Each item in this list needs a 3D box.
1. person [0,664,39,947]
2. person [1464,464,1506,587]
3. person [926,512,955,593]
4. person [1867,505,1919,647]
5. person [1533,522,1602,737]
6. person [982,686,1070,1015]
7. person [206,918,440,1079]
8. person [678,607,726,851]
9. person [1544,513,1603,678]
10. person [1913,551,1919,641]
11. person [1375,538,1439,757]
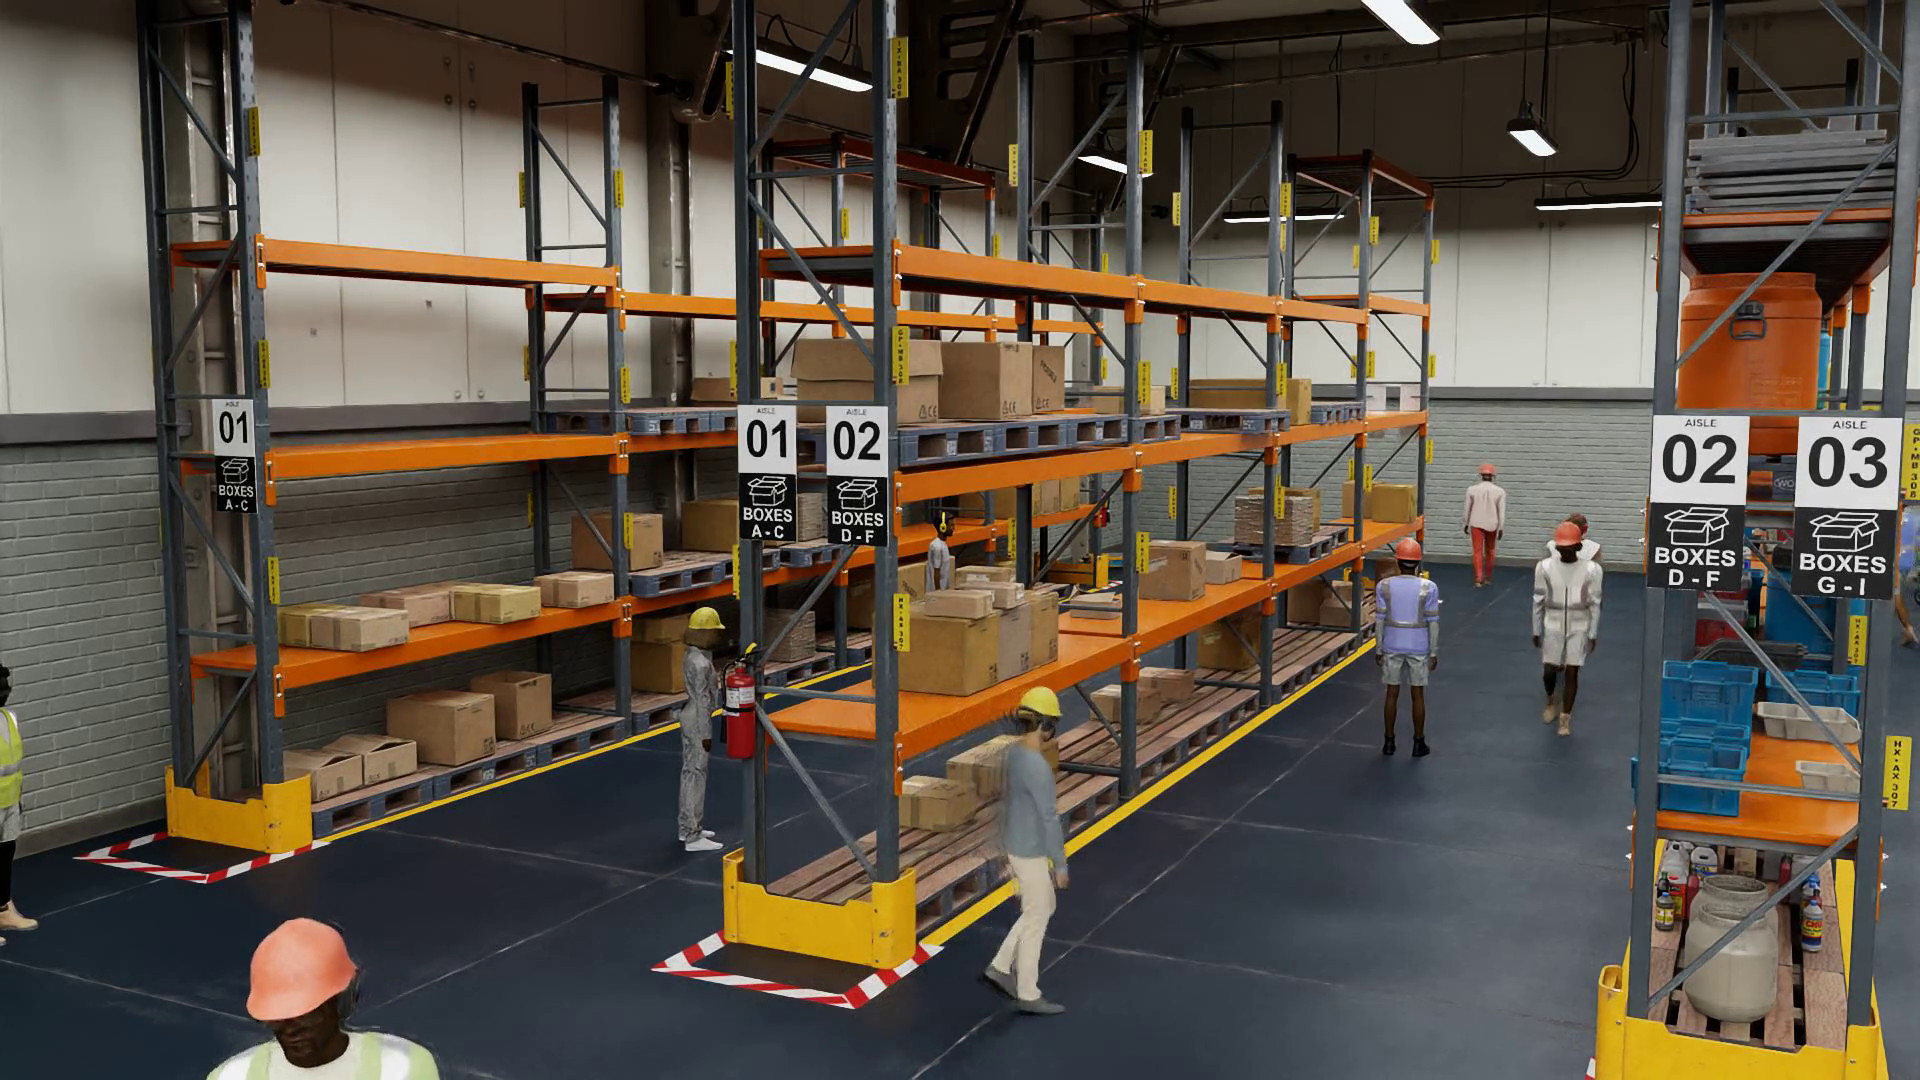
[{"bbox_3d":[-5.779,1.568,9.928,0.317,1.691,0.535,0,6,3],"label":"person"},{"bbox_3d":[8.278,-0.234,26.247,0.606,1.951,1.026,1,6,14],"label":"person"},{"bbox_3d":[-0.214,0.617,18.385,0.328,1.861,0.506,0,6,3],"label":"person"},{"bbox_3d":[11.677,0.321,20.700,0.621,1.990,1.072,0,6,-4],"label":"person"},{"bbox_3d":[5.671,0.828,15.559,0.603,2.023,0.530,3,6,23],"label":"person"},{"bbox_3d":[0.379,1.647,8.807,0.380,1.750,0.535,-1,6,-10],"label":"person"},{"bbox_3d":[-1.675,1.967,4.441,0.624,2.023,0.584,-1,6,-7],"label":"person"},{"bbox_3d":[-1.844,1.343,11.928,0.342,1.734,0.483,-2,6,-18],"label":"person"},{"bbox_3d":[6.879,0.610,18.603,0.605,1.812,0.812,3,7,29],"label":"person"},{"bbox_3d":[12.108,0.428,20.721,0.359,1.758,0.525,-2,6,-19],"label":"person"},{"bbox_3d":[3.958,0.950,14.738,0.552,1.937,0.359,2,6,22],"label":"person"}]
